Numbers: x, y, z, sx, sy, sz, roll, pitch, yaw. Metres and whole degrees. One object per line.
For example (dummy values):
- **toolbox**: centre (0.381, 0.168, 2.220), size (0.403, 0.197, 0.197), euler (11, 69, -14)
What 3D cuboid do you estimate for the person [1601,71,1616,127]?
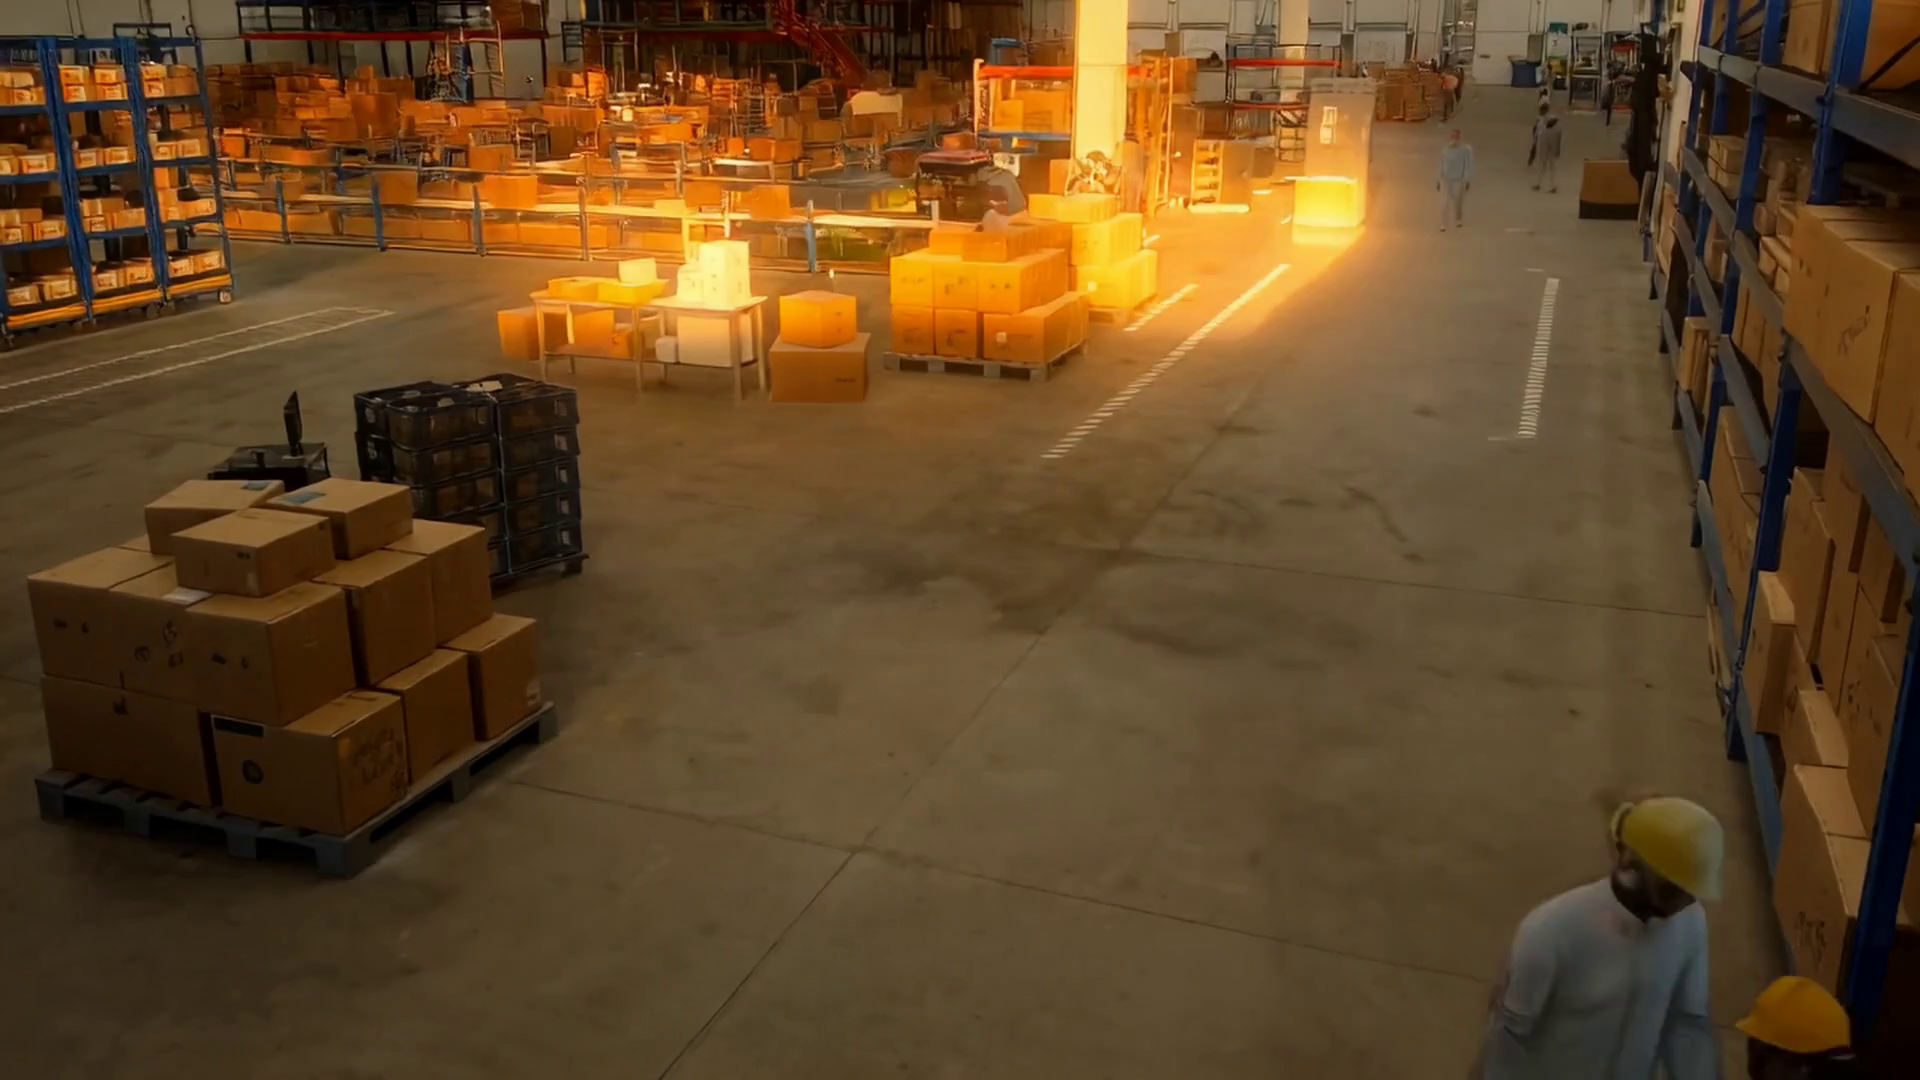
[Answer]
- **person**: centre (22.797, -15.457, 58.294), size (0.390, 1.914, 0.587), euler (7, 19, 20)

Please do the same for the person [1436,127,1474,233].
- **person**: centre (9.058, -6.605, 30.512), size (0.670, 1.889, 0.532), euler (9, 20, 27)

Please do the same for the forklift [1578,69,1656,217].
- **forklift**: centre (13.219, -7.740, 32.475), size (1.873, 2.768, 1.129), euler (6, 19, 18)

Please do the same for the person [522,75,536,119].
- **person**: centre (-14.290, -14.416, 55.037), size (0.552, 1.915, 0.846), euler (11, 21, 32)

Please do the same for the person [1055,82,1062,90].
- **person**: centre (2.965, -12.883, 50.278), size (0.651, 1.870, 0.919), euler (8, 19, 23)

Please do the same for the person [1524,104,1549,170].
- **person**: centre (14.799, -10.256, 42.370), size (0.551, 1.654, 0.873), euler (-3, 18, -9)

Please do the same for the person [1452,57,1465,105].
- **person**: centre (21.405, -19.779, 71.667), size (0.736, 2.000, 0.695), euler (-15, 23, -40)

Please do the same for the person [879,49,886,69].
- **person**: centre (-4.486, -27.346, 95.767), size (0.533, 1.838, 0.432), euler (-12, 21, -34)

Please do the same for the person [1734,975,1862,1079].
- **person**: centre (1.970, 1.900, 4.065), size (0.574, 1.732, 0.574), euler (7, 19, 21)

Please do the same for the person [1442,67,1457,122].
- **person**: centre (17.938, -16.347, 61.022), size (0.624, 1.949, 0.407), euler (-4, 18, -11)

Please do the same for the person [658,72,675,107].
- **person**: centre (-10.442, -15.741, 59.338), size (0.595, 1.824, 0.404), euler (-8, 19, -23)

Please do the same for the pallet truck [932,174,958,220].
- **pallet truck**: centre (-0.507, -5.292, 27.348), size (0.653, 1.274, 1.630), euler (6, 19, 19)

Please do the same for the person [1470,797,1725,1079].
- **person**: centre (1.790, 1.607, 4.657), size (0.650, 1.922, 0.902), euler (-8, 19, -22)

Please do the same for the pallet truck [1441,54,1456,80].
- **pallet truck**: centre (22.765, -21.886, 78.355), size (0.823, 1.965, 1.885), euler (-4, 18, -14)

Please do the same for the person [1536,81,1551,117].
- **person**: centre (19.769, -14.722, 56.425), size (0.307, 1.641, 0.515), euler (-17, 24, -42)

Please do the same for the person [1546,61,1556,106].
- **person**: centre (25.274, -19.522, 71.163), size (0.329, 1.861, 0.499), euler (-9, 20, -27)

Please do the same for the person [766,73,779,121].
- **person**: centre (-6.903, -16.312, 61.256), size (0.486, 1.744, 0.294), euler (-2, 18, -5)

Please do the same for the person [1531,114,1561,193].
- **person**: centre (13.145, -8.637, 37.182), size (0.543, 1.713, 0.931), euler (-7, 19, -21)

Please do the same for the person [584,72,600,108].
- **person**: centre (-14.152, -17.237, 63.844), size (1.049, 1.951, 0.607), euler (11, 20, 30)

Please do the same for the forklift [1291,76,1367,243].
- **forklift**: centre (6.598, -6.755, 29.381), size (1.129, 2.768, 1.873), euler (6, 19, 19)

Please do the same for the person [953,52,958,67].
- **person**: centre (-0.068, -24.612, 87.075), size (0.594, 1.903, 0.511), euler (3, 18, 9)

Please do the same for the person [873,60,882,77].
- **person**: centre (-3.552, -19.439, 70.813), size (0.665, 1.912, 0.543), euler (12, 21, 33)

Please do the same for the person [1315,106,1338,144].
- **person**: centre (9.004, -10.043, 41.158), size (0.605, 1.996, 1.046), euler (8, 20, 25)

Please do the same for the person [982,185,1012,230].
- **person**: centre (0.404, -3.659, 21.413), size (0.826, 1.804, 0.600), euler (8, 19, 24)

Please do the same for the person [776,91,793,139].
- **person**: centre (-5.326, -12.826, 50.536), size (0.497, 1.592, 0.857), euler (4, 18, 12)
